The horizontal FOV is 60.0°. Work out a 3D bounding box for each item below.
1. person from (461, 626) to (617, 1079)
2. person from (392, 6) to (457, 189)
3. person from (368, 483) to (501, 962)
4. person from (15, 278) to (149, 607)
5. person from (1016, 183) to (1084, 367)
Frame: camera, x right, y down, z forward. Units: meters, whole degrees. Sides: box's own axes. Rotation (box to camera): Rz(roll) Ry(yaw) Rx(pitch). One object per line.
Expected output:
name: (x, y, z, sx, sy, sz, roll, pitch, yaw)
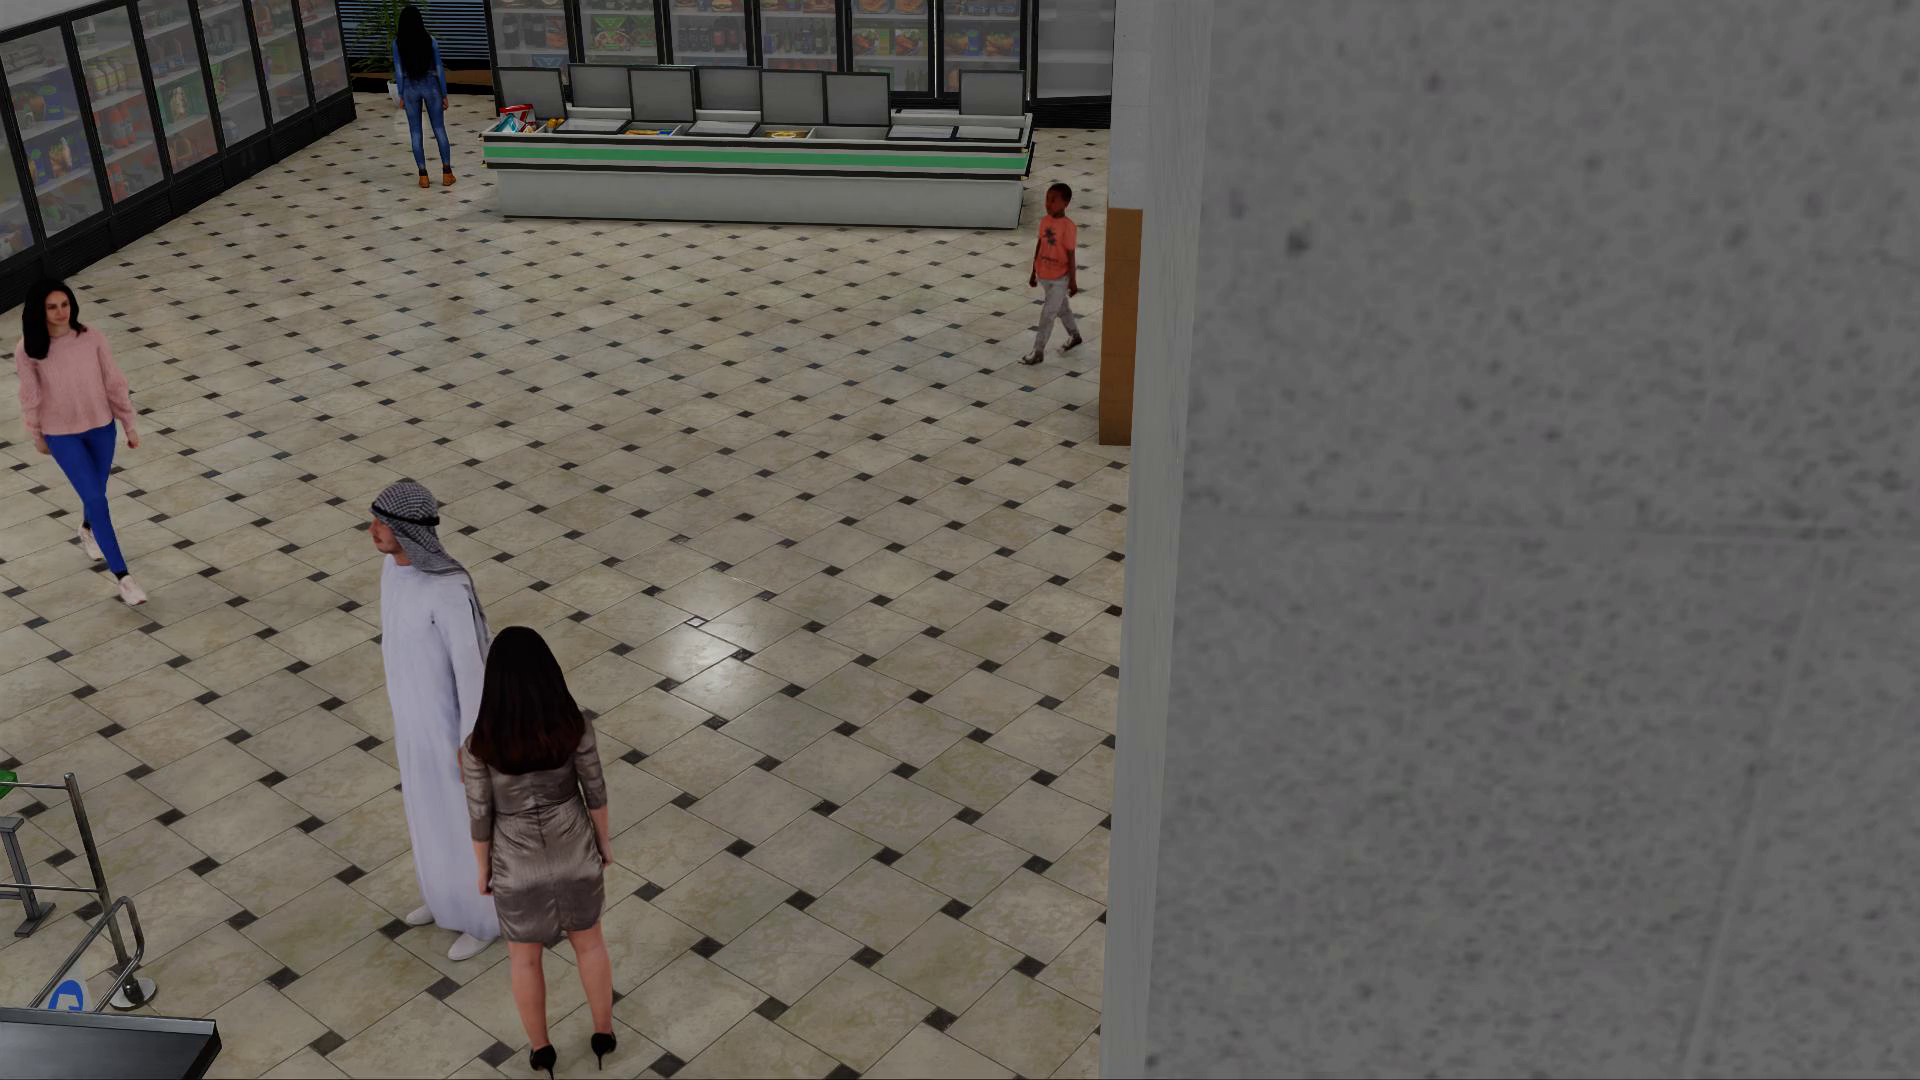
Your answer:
person: (-1.375, 1.074, 5.516, 0.596, 1.743, 0.727, -9, 28, -18)
person: (-5.220, -4.301, 16.149, 0.585, 1.712, 0.737, -7, 28, -14)
person: (-1.907, 0.658, 6.134, 0.881, 1.926, 0.810, -23, 35, -38)
person: (-4.652, -0.553, 8.764, 1.180, 1.706, 1.291, -22, 34, -37)
person: (0.726, -1.907, 11.904, 0.923, 1.280, 0.850, -20, 33, -34)
